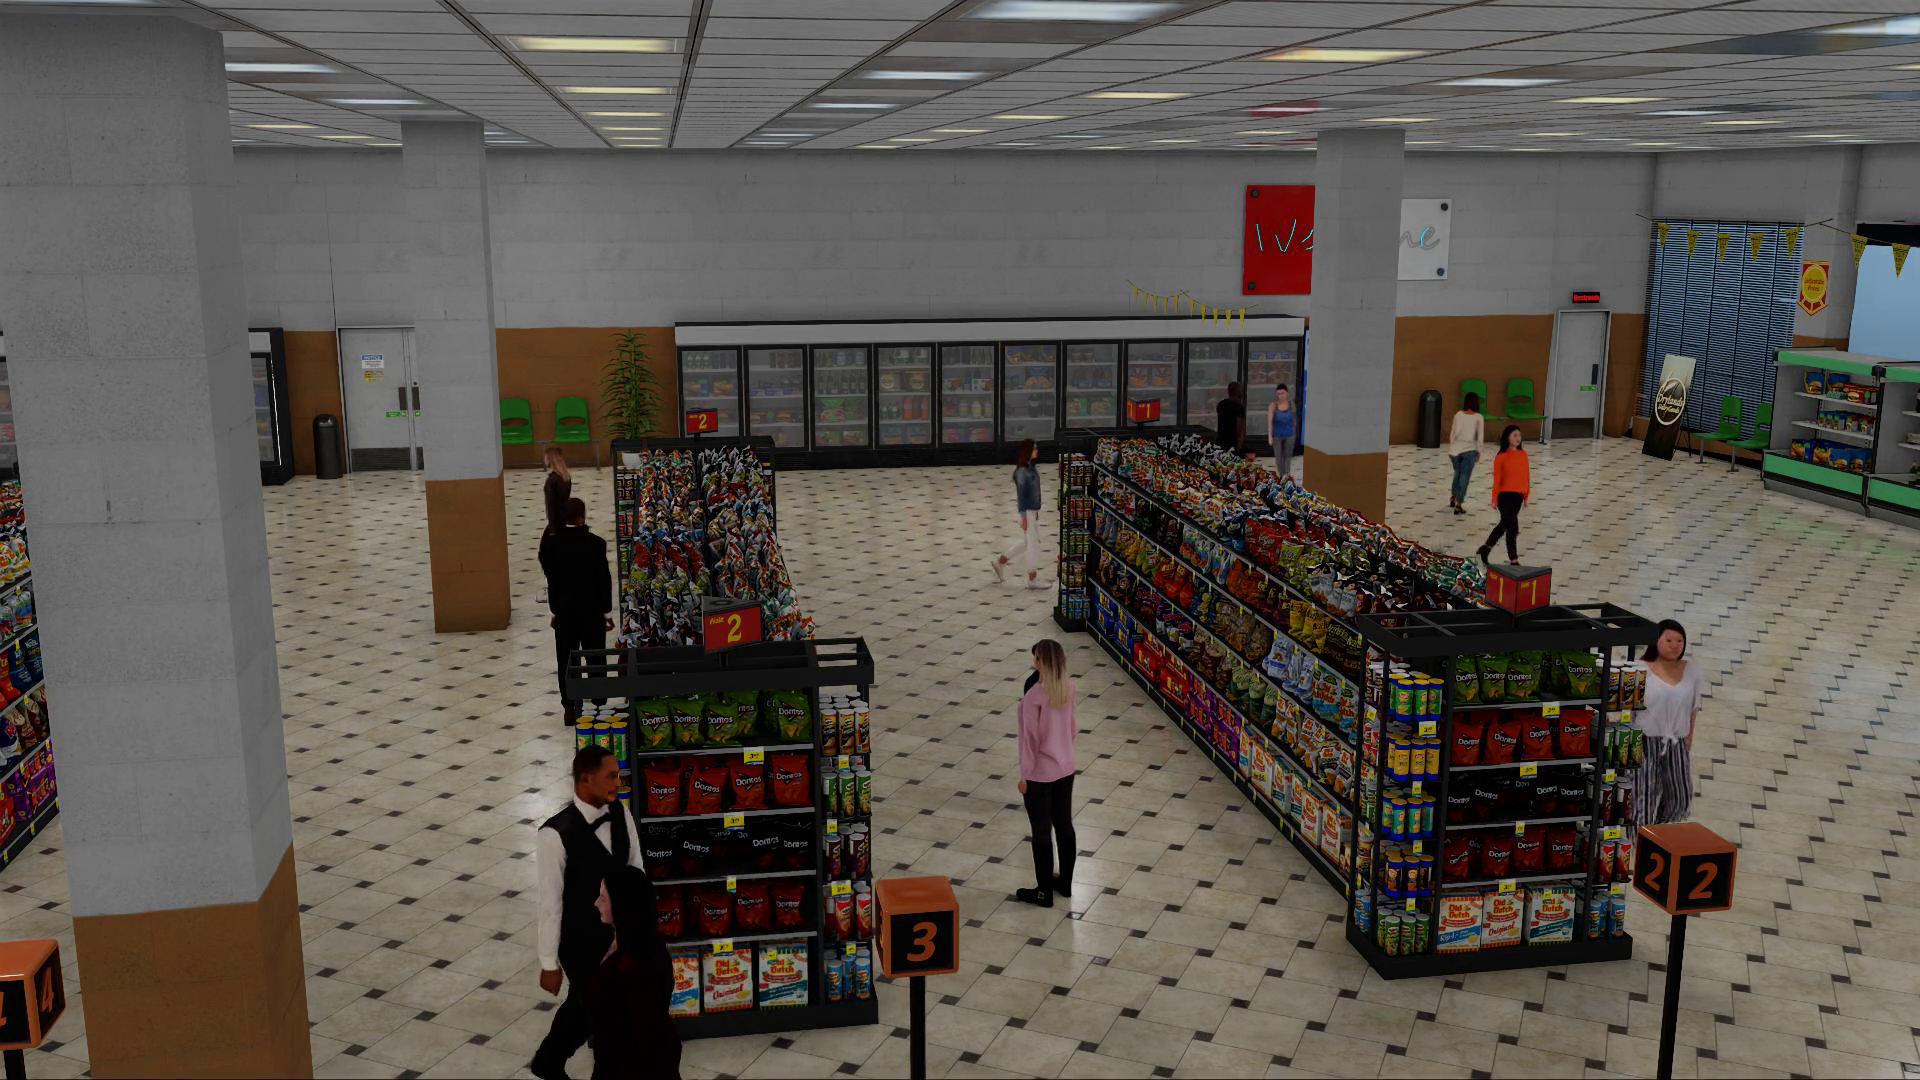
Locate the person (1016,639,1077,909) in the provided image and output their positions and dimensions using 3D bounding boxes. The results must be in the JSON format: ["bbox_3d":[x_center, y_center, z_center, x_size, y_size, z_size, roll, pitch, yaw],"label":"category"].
[{"bbox_3d":[0.555,1.428,10.286,0.684,1.687,0.708,-11,16,-41],"label":"person"}]

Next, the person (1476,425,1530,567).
[{"bbox_3d":[6.271,-0.458,19.174,0.834,1.716,1.161,-6,13,-26],"label":"person"}]

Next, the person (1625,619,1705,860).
[{"bbox_3d":[4.550,1.305,10.920,0.784,1.668,0.819,2,12,7],"label":"person"}]

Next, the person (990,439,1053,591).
[{"bbox_3d":[0.665,-0.281,18.412,0.941,1.683,1.004,4,12,16],"label":"person"}]

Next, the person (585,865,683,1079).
[{"bbox_3d":[-1.213,2.167,6.750,0.729,1.699,1.051,-2,12,-10],"label":"person"}]

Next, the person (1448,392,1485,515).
[{"bbox_3d":[6.864,-1.180,22.743,0.763,1.658,0.833,11,16,42],"label":"person"}]

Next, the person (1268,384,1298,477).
[{"bbox_3d":[4.798,-1.514,24.578,0.804,1.556,1.064,1,12,3],"label":"person"}]

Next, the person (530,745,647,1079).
[{"bbox_3d":[-1.774,1.863,7.783,1.256,1.867,1.262,7,14,31],"label":"person"}]

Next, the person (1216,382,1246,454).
[{"bbox_3d":[3.628,-1.245,22.704,0.949,1.801,0.926,-10,15,-39],"label":"person"}]

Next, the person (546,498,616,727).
[{"bbox_3d":[-3.147,0.584,13.765,0.717,1.904,0.656,0,12,-2],"label":"person"}]

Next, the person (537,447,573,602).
[{"bbox_3d":[-4.191,-0.136,17.714,0.818,1.688,0.740,3,12,16],"label":"person"}]
